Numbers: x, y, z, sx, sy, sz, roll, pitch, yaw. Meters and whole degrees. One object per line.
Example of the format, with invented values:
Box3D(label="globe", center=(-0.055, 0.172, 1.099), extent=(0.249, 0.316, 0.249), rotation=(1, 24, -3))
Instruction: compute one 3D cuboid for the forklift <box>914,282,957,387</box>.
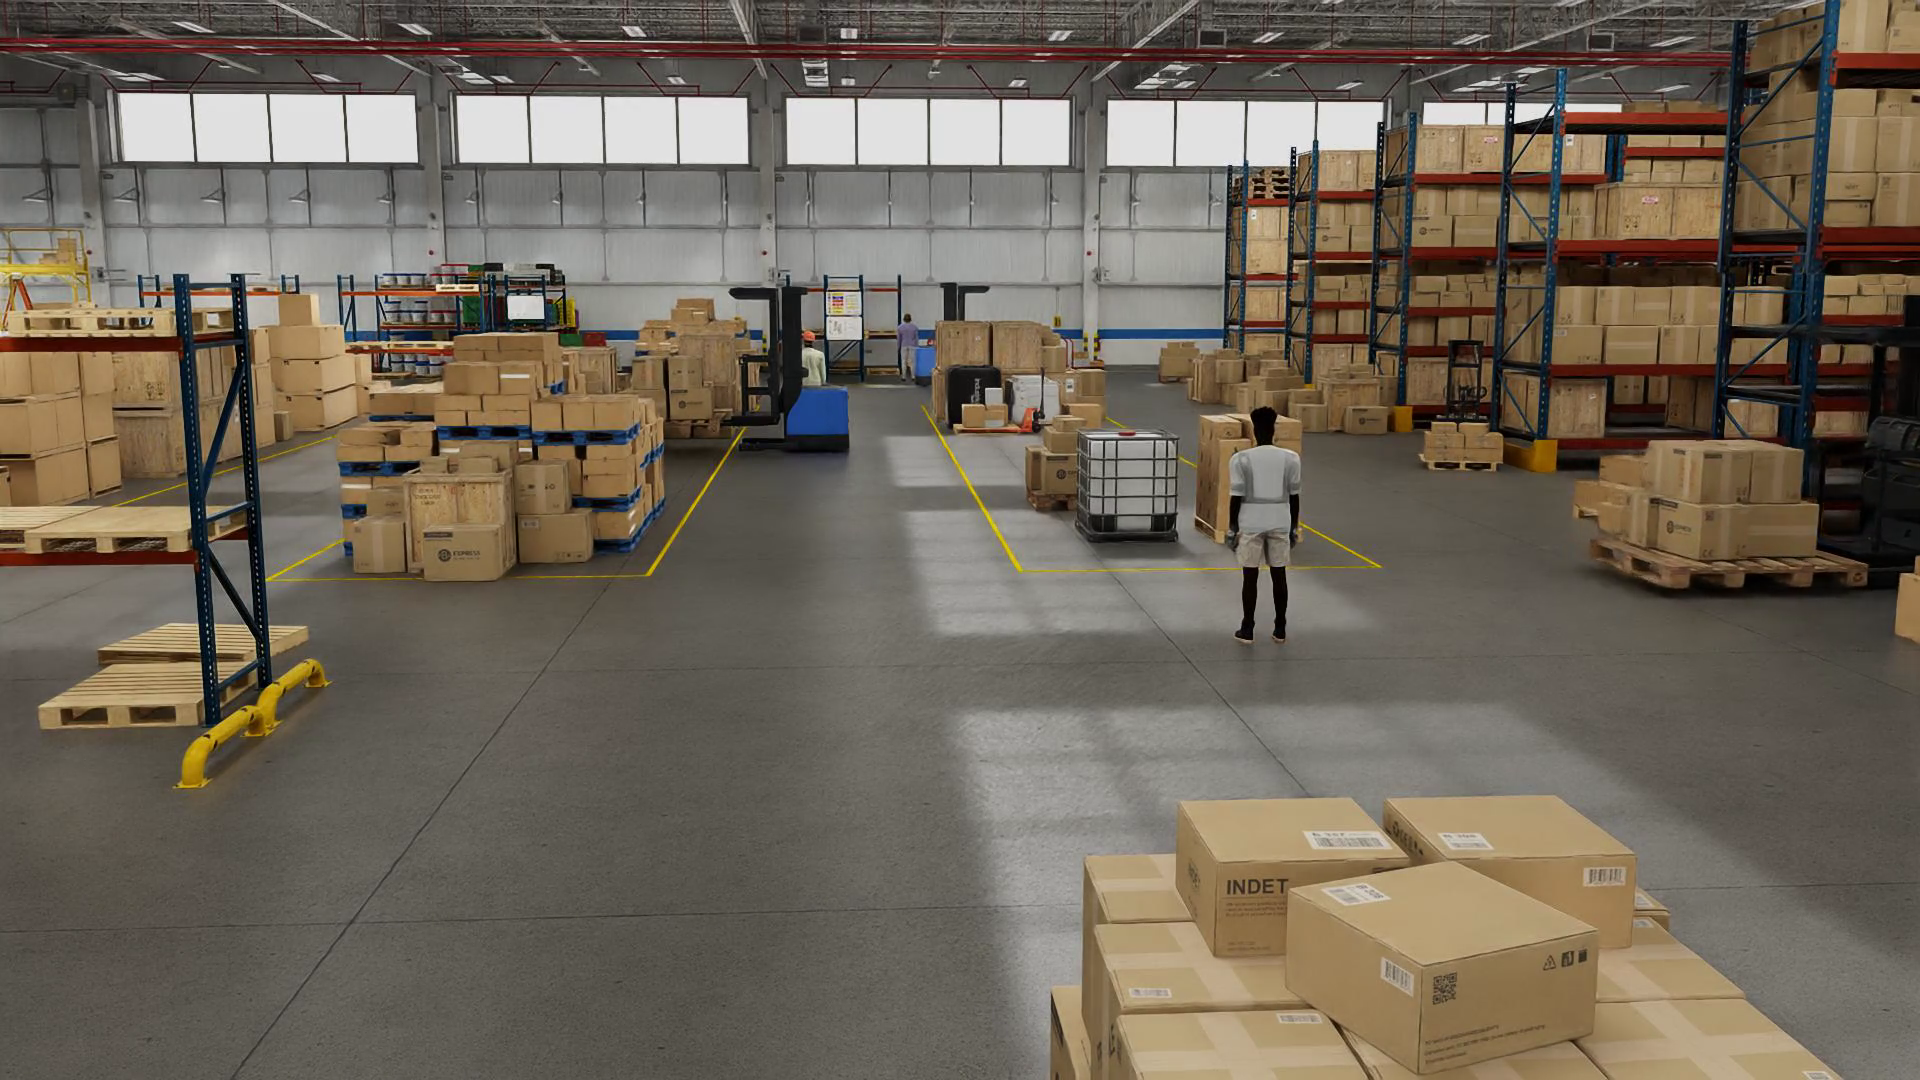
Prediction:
Box3D(label="forklift", center=(-0.284, -5.566, 44.980), extent=(1.873, 2.768, 1.129), rotation=(-1, 9, -4))

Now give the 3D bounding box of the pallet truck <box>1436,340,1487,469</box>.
Box3D(label="pallet truck", center=(8.004, -2.170, 26.422), extent=(0.823, 1.965, 1.885), rotation=(2, 9, 14))

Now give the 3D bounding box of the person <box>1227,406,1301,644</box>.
Box3D(label="person", center=(2.487, -0.115, 13.637), extent=(0.602, 1.959, 0.371), rotation=(-1, 9, -4))

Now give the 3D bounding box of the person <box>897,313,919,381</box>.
Box3D(label="person", center=(-1.489, -5.476, 47.366), extent=(0.628, 1.940, 0.373), rotation=(-1, 9, -4))

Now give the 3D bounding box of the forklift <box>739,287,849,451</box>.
Box3D(label="forklift", center=(-2.857, -2.959, 28.607), extent=(1.873, 2.768, 1.129), rotation=(-1, 9, -4))

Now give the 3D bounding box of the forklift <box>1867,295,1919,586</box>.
Box3D(label="forklift", center=(9.617, -1.010, 16.373), extent=(1.873, 2.768, 1.129), rotation=(-1, 9, -4))

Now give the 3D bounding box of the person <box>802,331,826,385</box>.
Box3D(label="person", center=(-2.765, -2.836, 30.610), extent=(0.608, 1.995, 0.377), rotation=(-1, 9, -4))
